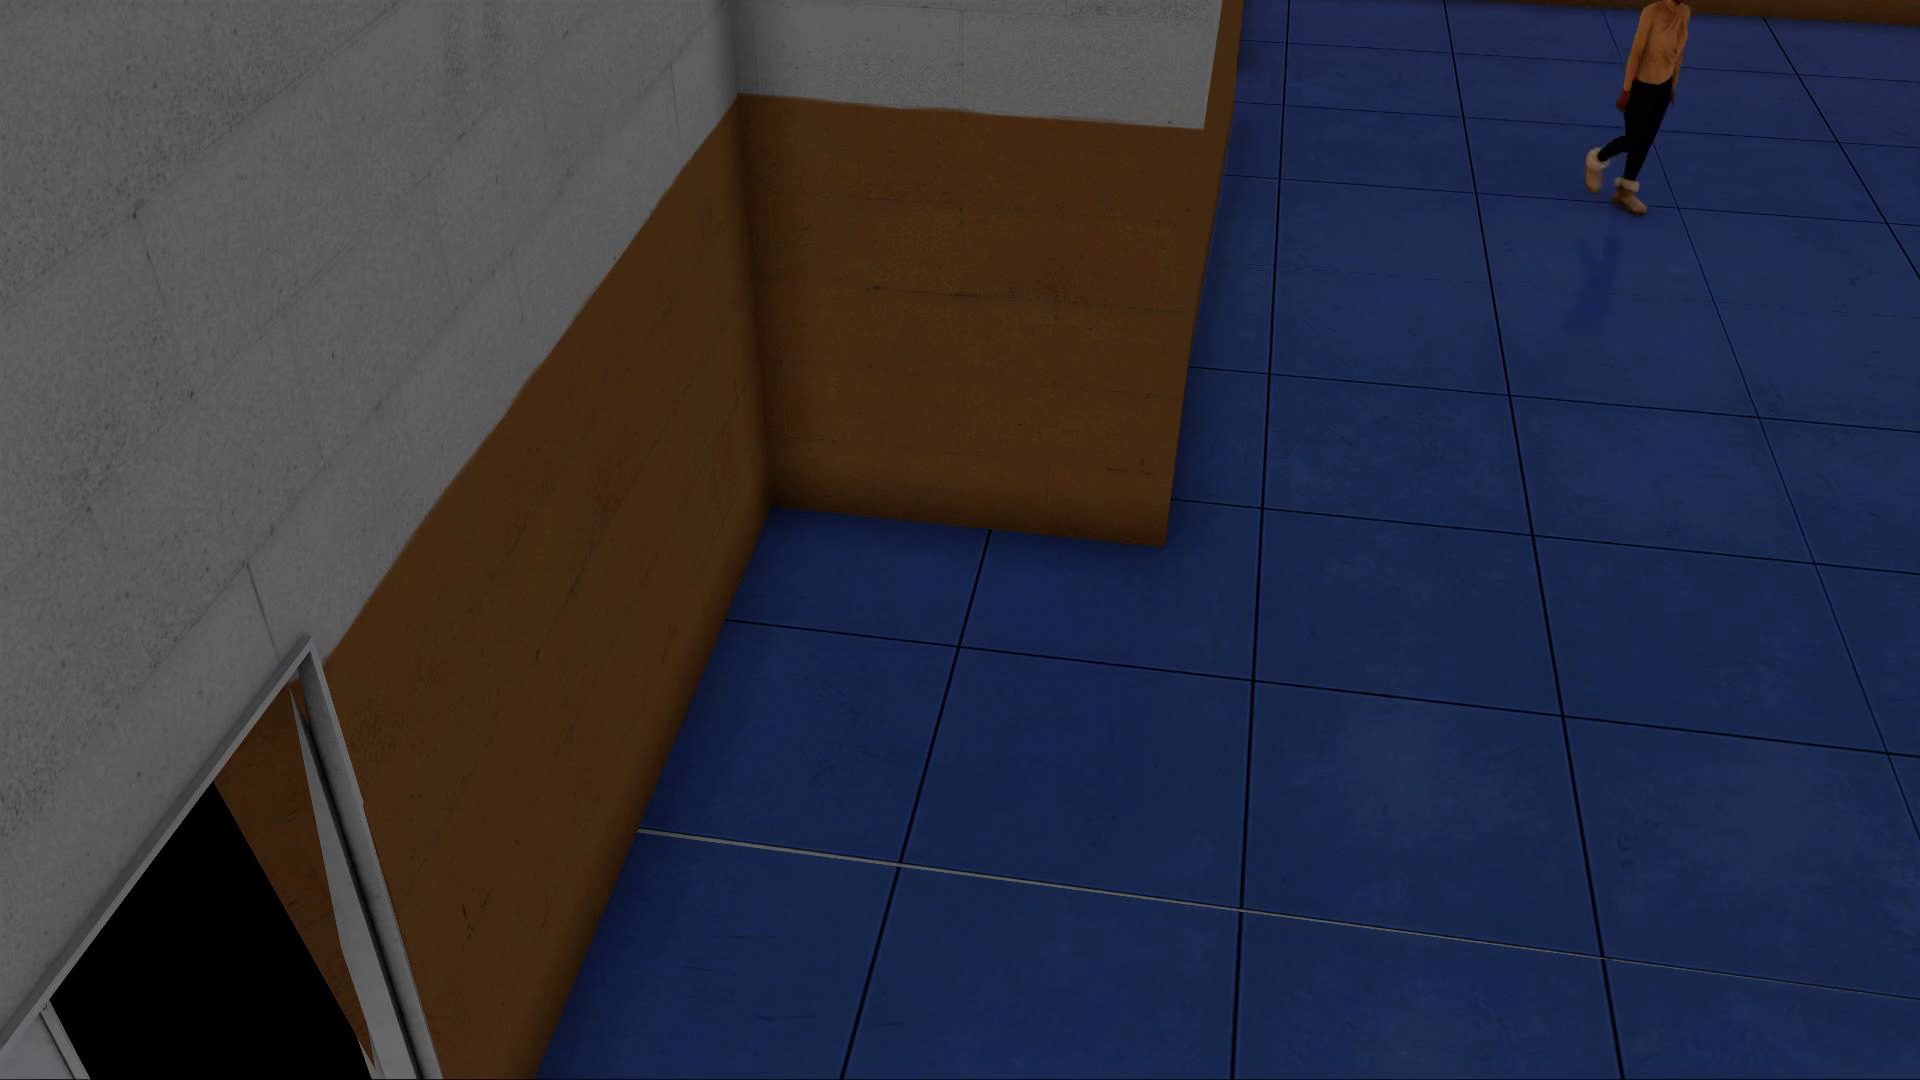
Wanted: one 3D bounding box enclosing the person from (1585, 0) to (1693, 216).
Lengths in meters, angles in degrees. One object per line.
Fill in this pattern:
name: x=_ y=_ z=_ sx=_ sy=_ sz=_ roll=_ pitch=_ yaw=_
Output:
person: x=4.423 y=-2.965 z=10.826 sx=0.837 sy=1.651 sz=0.877 roll=-15 pitch=40 yaw=-19
